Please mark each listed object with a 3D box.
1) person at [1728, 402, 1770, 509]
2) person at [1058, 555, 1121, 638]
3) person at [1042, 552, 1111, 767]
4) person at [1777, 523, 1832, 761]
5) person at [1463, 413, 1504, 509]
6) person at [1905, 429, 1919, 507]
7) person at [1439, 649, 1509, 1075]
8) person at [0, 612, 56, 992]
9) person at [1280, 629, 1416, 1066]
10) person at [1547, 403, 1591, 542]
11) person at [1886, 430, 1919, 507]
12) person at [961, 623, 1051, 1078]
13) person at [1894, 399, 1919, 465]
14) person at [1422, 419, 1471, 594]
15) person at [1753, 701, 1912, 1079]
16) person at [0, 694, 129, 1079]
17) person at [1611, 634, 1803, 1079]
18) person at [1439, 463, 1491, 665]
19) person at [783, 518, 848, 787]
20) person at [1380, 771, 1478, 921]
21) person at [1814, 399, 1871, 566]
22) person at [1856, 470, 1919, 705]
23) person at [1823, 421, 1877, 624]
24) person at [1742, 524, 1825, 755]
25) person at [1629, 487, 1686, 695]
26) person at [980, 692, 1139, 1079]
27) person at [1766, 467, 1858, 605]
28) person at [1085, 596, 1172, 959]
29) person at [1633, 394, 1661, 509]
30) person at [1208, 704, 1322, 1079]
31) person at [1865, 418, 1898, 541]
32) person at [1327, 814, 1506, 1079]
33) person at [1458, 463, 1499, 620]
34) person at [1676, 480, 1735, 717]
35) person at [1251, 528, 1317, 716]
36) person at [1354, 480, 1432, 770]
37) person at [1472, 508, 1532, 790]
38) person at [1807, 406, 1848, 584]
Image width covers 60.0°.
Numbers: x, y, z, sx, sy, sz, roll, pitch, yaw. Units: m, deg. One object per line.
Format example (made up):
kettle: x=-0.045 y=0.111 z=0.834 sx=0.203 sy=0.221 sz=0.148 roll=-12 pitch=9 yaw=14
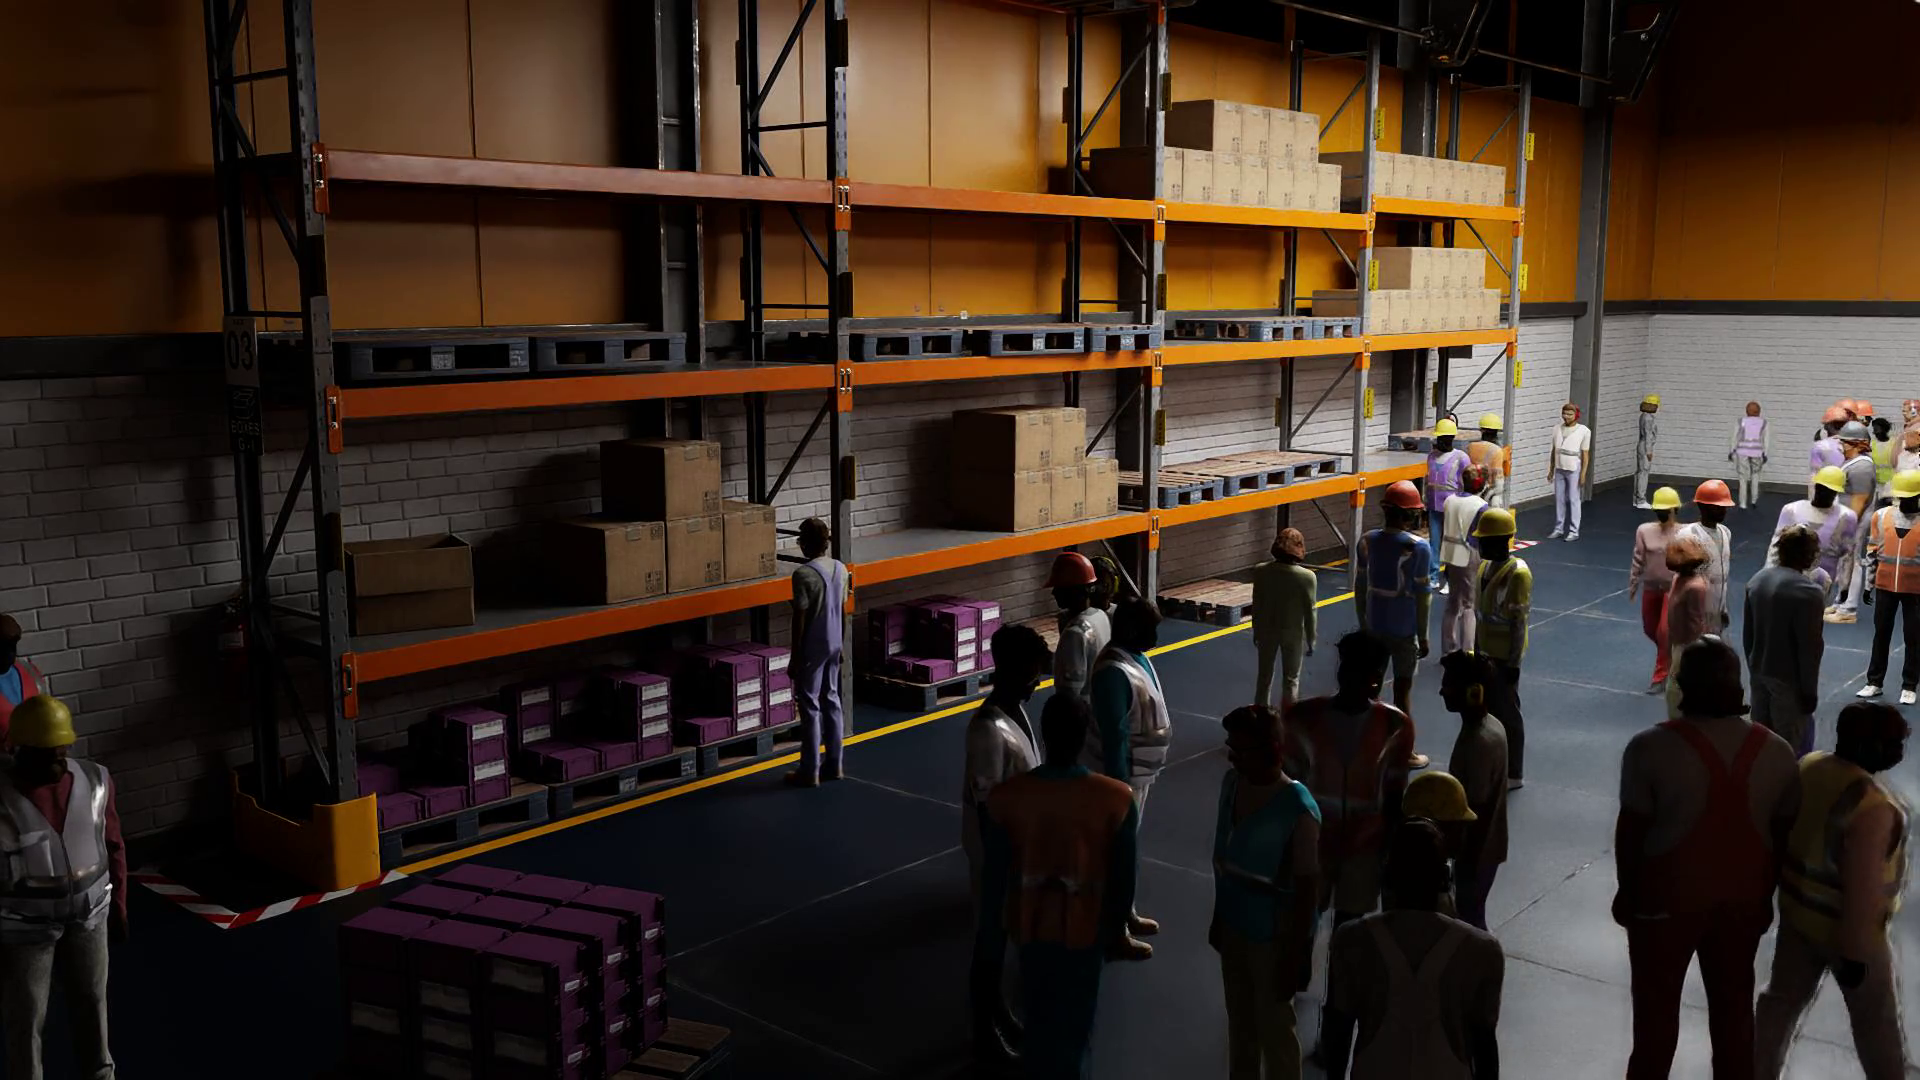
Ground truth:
person: x=11.957 y=-1.285 z=25.242 sx=0.535 sy=1.615 sz=0.667 roll=2 pitch=9 yaw=15
person: x=0.806 y=1.003 z=9.697 sx=0.510 sy=1.862 sz=0.328 roll=2 pitch=9 yaw=11
person: x=0.651 y=1.022 z=9.358 sx=0.387 sy=1.929 sz=0.543 roll=4 pitch=10 yaw=22
person: x=5.512 y=0.800 z=11.048 sx=0.507 sy=1.847 sz=0.345 roll=-5 pitch=10 yaw=-28
person: x=6.037 y=-0.497 z=19.148 sx=0.380 sy=1.925 sz=0.593 roll=-5 pitch=10 yaw=-27
person: x=12.105 y=-0.734 z=20.841 sx=0.358 sy=1.880 sz=0.576 roll=-9 pitch=12 yaw=-44
person: x=2.208 y=1.389 z=7.221 sx=0.323 sy=1.857 sz=0.516 roll=3 pitch=9 yaw=18
person: x=-4.678 y=1.256 z=8.143 sx=0.429 sy=1.837 sz=0.621 roll=2 pitch=9 yaw=15
person: x=1.688 y=1.310 z=7.502 sx=0.660 sy=1.921 sz=0.788 roll=1 pitch=9 yaw=8
person: x=8.078 y=-0.899 z=22.040 sx=0.396 sy=1.835 sz=0.565 roll=-5 pitch=10 yaw=-31
person: x=11.780 y=-0.559 z=20.574 sx=0.693 sy=1.620 sz=0.546 roll=-1 pitch=9 yaw=-6
person: x=0.201 y=1.329 z=7.267 sx=0.380 sy=1.959 sz=0.601 roll=2 pitch=9 yaw=11
person: x=12.387 y=-0.883 z=21.716 sx=0.410 sy=1.905 sz=0.641 roll=6 pitch=11 yaw=33
person: x=5.326 y=-0.368 z=18.313 sx=0.369 sy=1.928 sz=0.586 roll=-6 pitch=11 yaw=-33
person: x=3.556 y=1.508 z=6.620 sx=0.742 sy=1.811 sz=0.630 roll=-1 pitch=9 yaw=-6
person: x=-3.604 y=1.500 z=6.608 sx=0.403 sy=1.824 sz=0.592 roll=7 pitch=11 yaw=39
person: x=2.980 y=1.368 z=6.754 sx=0.695 sy=2.000 sz=0.539 roll=0 pitch=9 yaw=-1
person: x=4.455 y=0.235 z=14.698 sx=0.374 sy=1.840 sz=0.570 roll=-3 pitch=9 yaw=-21
person: x=-0.975 y=0.761 z=11.348 sx=0.360 sy=1.834 sz=0.520 roll=7 pitch=11 yaw=36
person: x=1.624 y=1.658 z=5.888 sx=0.336 sy=1.734 sz=0.487 roll=0 pitch=9 yaw=-1
person: x=10.602 y=-0.690 z=20.070 sx=0.613 sy=2.033 sz=0.410 roll=5 pitch=10 yaw=29
person: x=7.669 y=0.376 z=13.544 sx=0.375 sy=1.919 sz=0.584 roll=-8 pitch=12 yaw=-43
person: x=8.910 y=-0.186 z=16.777 sx=0.535 sy=2.000 sz=0.673 roll=4 pitch=10 yaw=24
person: x=5.117 y=0.861 z=10.352 sx=0.377 sy=1.940 sz=0.629 roll=-2 pitch=9 yaw=-10
person: x=5.947 y=0.396 z=13.996 sx=0.686 sy=1.740 sz=0.555 roll=-8 pitch=12 yaw=-44
person: x=0.376 y=1.522 z=6.387 sx=0.585 sy=1.863 sz=0.967 roll=3 pitch=9 yaw=16
person: x=7.185 y=0.311 z=14.065 sx=0.655 sy=1.881 sz=0.565 roll=6 pitch=11 yaw=35
person: x=0.866 y=1.193 z=8.541 sx=0.430 sy=1.839 sz=0.619 roll=2 pitch=9 yaw=15
person: x=10.436 y=-1.345 z=25.237 sx=0.305 sy=1.736 sz=0.484 roll=2 pitch=9 yaw=11
person: x=1.165 y=1.522 z=6.415 sx=0.389 sy=1.837 sz=0.563 roll=-4 pitch=10 yaw=-24
person: x=12.167 y=-0.786 z=21.908 sx=0.804 sy=1.635 sz=0.543 roll=-4 pitch=10 yaw=-26
person: x=1.365 y=1.736 z=5.040 sx=0.504 sy=1.839 sz=0.340 roll=3 pitch=9 yaw=16
person: x=5.194 y=0.015 z=16.919 sx=0.861 sy=1.595 sz=0.533 roll=-5 pitch=10 yaw=-27
person: x=5.674 y=0.503 z=12.666 sx=0.545 sy=1.938 sz=0.355 roll=-6 pitch=10 yaw=-33
person: x=2.390 y=0.718 z=12.300 sx=0.506 sy=1.624 sz=0.286 roll=6 pitch=10 yaw=32
person: x=3.066 y=0.595 z=11.727 sx=0.394 sy=2.044 sz=0.609 roll=-7 pitch=11 yaw=-37
person: x=3.631 y=0.732 z=11.268 sx=0.408 sy=1.918 sz=0.584 roll=-2 pitch=9 yaw=-10
person: x=9.955 y=-0.508 z=18.942 sx=0.652 sy=2.015 sz=0.462 roll=1 pitch=9 yaw=7
